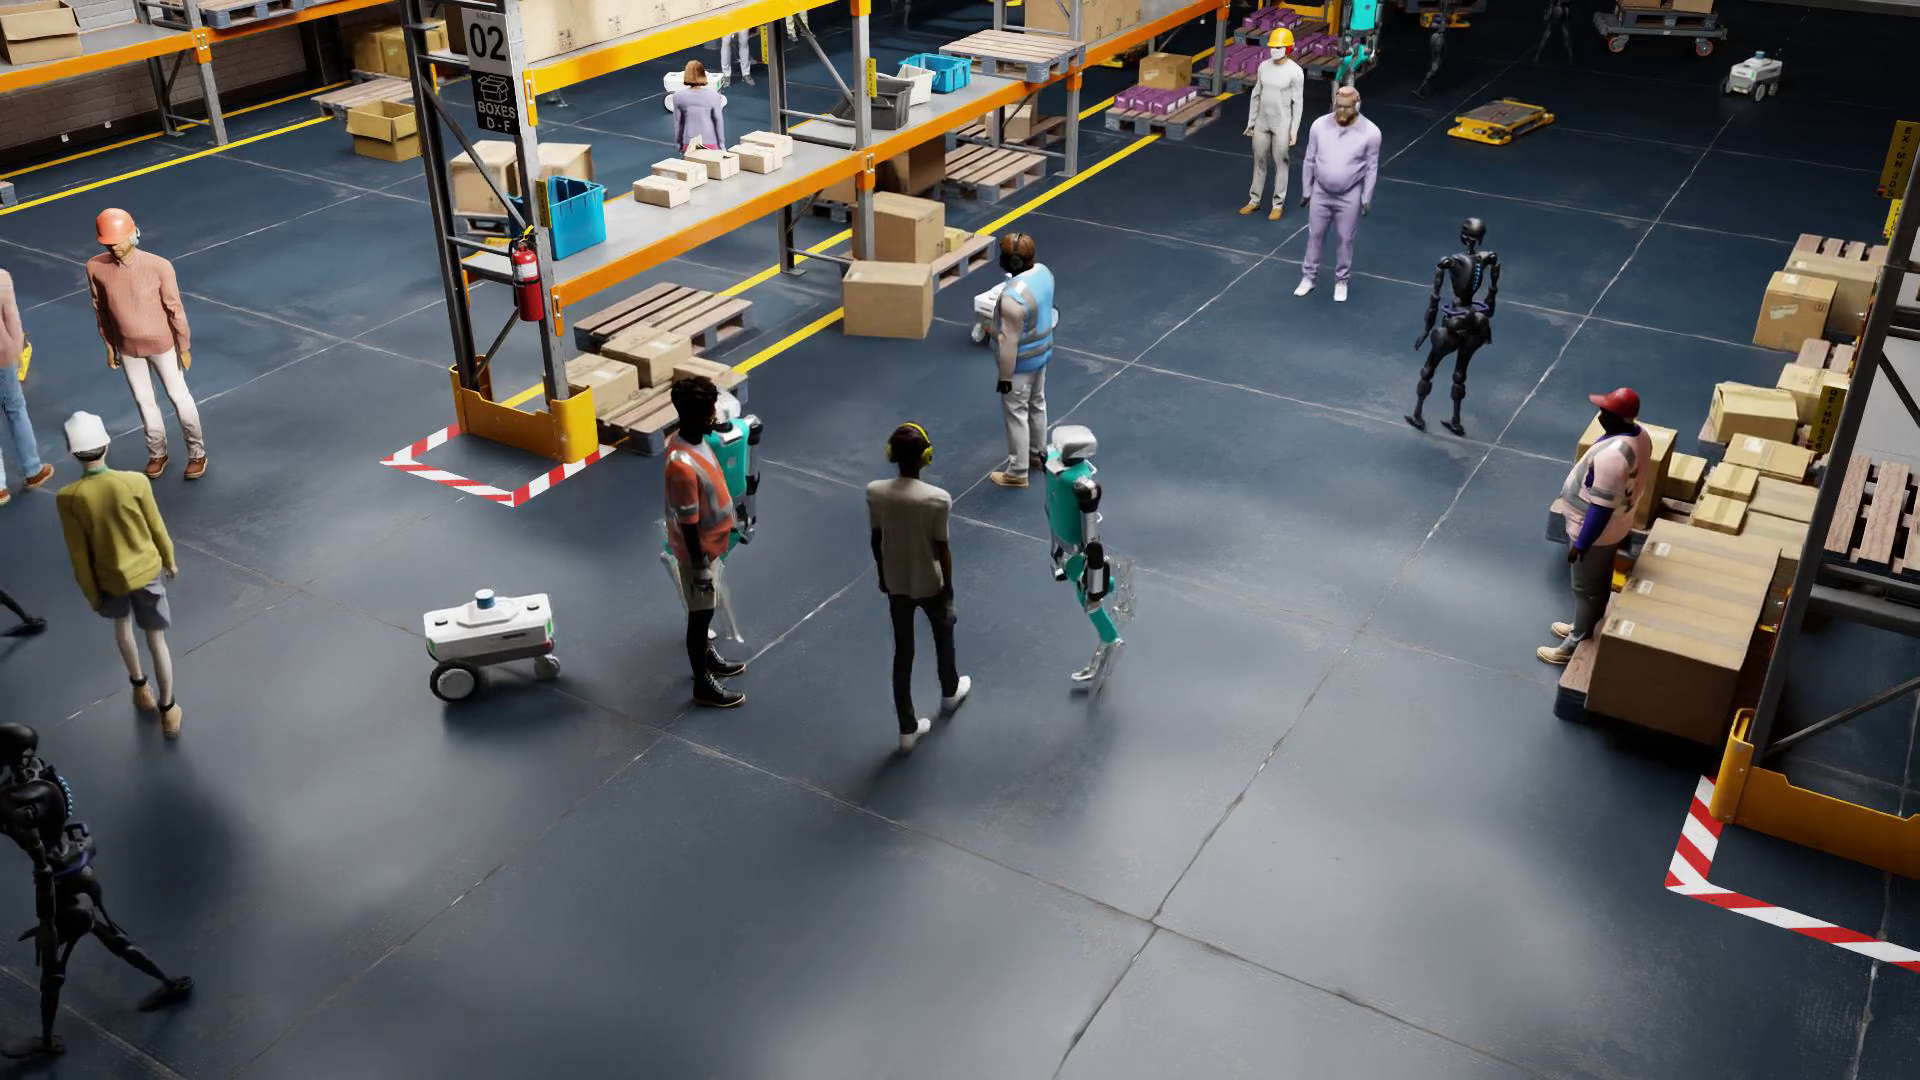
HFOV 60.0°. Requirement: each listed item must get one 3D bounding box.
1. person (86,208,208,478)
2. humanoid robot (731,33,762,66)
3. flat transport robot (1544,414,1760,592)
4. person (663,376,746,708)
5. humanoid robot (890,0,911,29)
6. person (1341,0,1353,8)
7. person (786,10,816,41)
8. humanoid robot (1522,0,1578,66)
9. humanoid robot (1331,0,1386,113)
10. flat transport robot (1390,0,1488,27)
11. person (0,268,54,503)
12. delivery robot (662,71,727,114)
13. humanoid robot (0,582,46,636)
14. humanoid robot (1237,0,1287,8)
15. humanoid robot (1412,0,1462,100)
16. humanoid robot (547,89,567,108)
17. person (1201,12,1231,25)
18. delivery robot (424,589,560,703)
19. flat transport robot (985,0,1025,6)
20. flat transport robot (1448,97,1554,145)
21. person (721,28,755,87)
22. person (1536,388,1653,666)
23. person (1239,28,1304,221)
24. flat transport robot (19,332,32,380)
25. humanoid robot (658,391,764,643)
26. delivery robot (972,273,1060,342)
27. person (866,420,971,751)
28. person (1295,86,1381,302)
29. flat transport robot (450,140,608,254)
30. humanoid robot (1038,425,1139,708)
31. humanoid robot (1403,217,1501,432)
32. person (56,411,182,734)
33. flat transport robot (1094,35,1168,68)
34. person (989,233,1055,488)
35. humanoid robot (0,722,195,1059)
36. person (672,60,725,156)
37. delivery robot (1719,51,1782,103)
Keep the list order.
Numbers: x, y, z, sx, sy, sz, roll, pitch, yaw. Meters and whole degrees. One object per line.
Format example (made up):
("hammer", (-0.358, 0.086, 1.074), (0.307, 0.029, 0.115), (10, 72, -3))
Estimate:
("person", (-5.682, -1.362, 11.611), (0.610, 1.986, 0.402), (0, 29, 0))
("humanoid robot", (-2.927, -7.090, 21.857), (0.735, 1.677, 0.533), (-25, 38, -37))
("flat transport robot", (4.591, -0.013, 10.964), (0.659, 0.231, 1.431), (17, 34, 27))
("person", (-1.426, 0.008, 9.206), (0.368, 1.964, 0.603), (-2, 30, -3))
("humanoid robot", (-0.840, -8.361, 24.329), (0.585, 1.627, 0.740), (-4, 30, -6))
("person", (6.030, -9.081, 25.497), (0.323, 1.751, 0.559), (-12, 32, -21))
("person", (-2.303, -8.015, 23.608), (0.561, 1.754, 0.320), (-25, 38, -37))
("humanoid robot", (8.035, -7.163, 22.221), (0.676, 1.625, 0.591), (21, 35, 32))
("humanoid robot", (4.665, -5.862, 19.862), (0.533, 1.832, 0.682), (-6, 30, -11))
("flat transport robot", (7.125, -7.926, 24.963), (0.659, 0.231, 1.431), (-1, 29, -2))
("person", (-6.750, -1.190, 11.358), (0.401, 1.948, 0.791), (20, 35, 31))
("delivery robot", (-3.279, -5.568, 20.496), (0.782, 0.589, 0.499), (2, 30, 4))
("humanoid robot", (-5.918, -0.081, 9.677), (0.687, 1.632, 0.613), (-11, 31, -18))
("humanoid robot", (4.492, -8.779, 24.988), (1.012, 1.741, 0.558), (-8, 30, -13))
("humanoid robot", (5.986, -6.338, 20.730), (0.413, 1.644, 0.604), (12, 32, 21))
("humanoid robot", (-5.054, -6.173, 20.365), (0.543, 1.790, 0.731), (23, 37, 34))
("person", (3.807, -8.498, 24.384), (0.509, 1.838, 0.344), (15, 33, 25))
("delivery robot", (-2.738, 0.563, 9.641), (0.754, 0.581, 0.499), (-9, 31, -16))
("flat transport robot", (1.069, -8.639, 26.224), (1.431, 0.231, 0.659), (-21, 36, -33))
("flat transport robot", (6.431, -4.962, 19.719), (0.659, 0.231, 1.431), (24, 37, 36))
("person", (-2.885, -6.802, 21.270), (0.499, 1.948, 0.430), (-10, 31, -18))
("person", (3.651, -0.078, 9.569), (0.419, 1.756, 0.612), (19, 35, 30))
("person", (3.135, -4.159, 16.655), (0.571, 1.889, 0.375), (20, 35, 31))
("flat transport robot", (-8.308, -1.379, 13.380), (1.431, 0.231, 0.659), (-11, 31, -18))
("humanoid robot", (-1.512, -0.111, 9.662), (0.544, 1.766, 0.838), (-25, 38, -37))
("delivery robot", (0.441, -1.981, 14.144), (0.499, 0.583, 0.758), (23, 37, 35))
("person", (-0.203, 0.201, 8.995), (0.536, 1.832, 0.837), (10, 31, 18))
("person", (3.312, -3.044, 14.667), (0.650, 1.904, 0.406), (12, 32, 21))
("flat transport robot", (-4.161, -3.006, 16.259), (0.659, 0.231, 1.431), (5, 30, 8))
("humanoid robot", (0.810, 0.186, 9.209), (0.779, 1.865, 0.561), (-13, 32, -21))
("humanoid robot", (3.680, -1.611, 12.351), (0.609, 1.648, 0.408), (-9, 31, -15))
("person", (-4.520, 0.153, 9.050), (0.477, 1.865, 0.677), (-11, 31, -19))
("flat transport robot", (2.267, -6.770, 22.917), (0.659, 0.231, 1.431), (17, 33, 27))
("person", (0.414, -1.249, 11.568), (0.430, 1.837, 0.632), (14, 32, 23))
("humanoid robot", (-3.806, 1.441, 6.999), (0.771, 1.627, 0.599), (-12, 32, -20))
("person", (-2.577, -3.926, 16.506), (0.498, 1.629, 0.288), (3, 30, 5))
("delivery robot", (10.035, -5.855, 21.021), (0.808, 0.607, 0.499), (-21, 35, -32))
